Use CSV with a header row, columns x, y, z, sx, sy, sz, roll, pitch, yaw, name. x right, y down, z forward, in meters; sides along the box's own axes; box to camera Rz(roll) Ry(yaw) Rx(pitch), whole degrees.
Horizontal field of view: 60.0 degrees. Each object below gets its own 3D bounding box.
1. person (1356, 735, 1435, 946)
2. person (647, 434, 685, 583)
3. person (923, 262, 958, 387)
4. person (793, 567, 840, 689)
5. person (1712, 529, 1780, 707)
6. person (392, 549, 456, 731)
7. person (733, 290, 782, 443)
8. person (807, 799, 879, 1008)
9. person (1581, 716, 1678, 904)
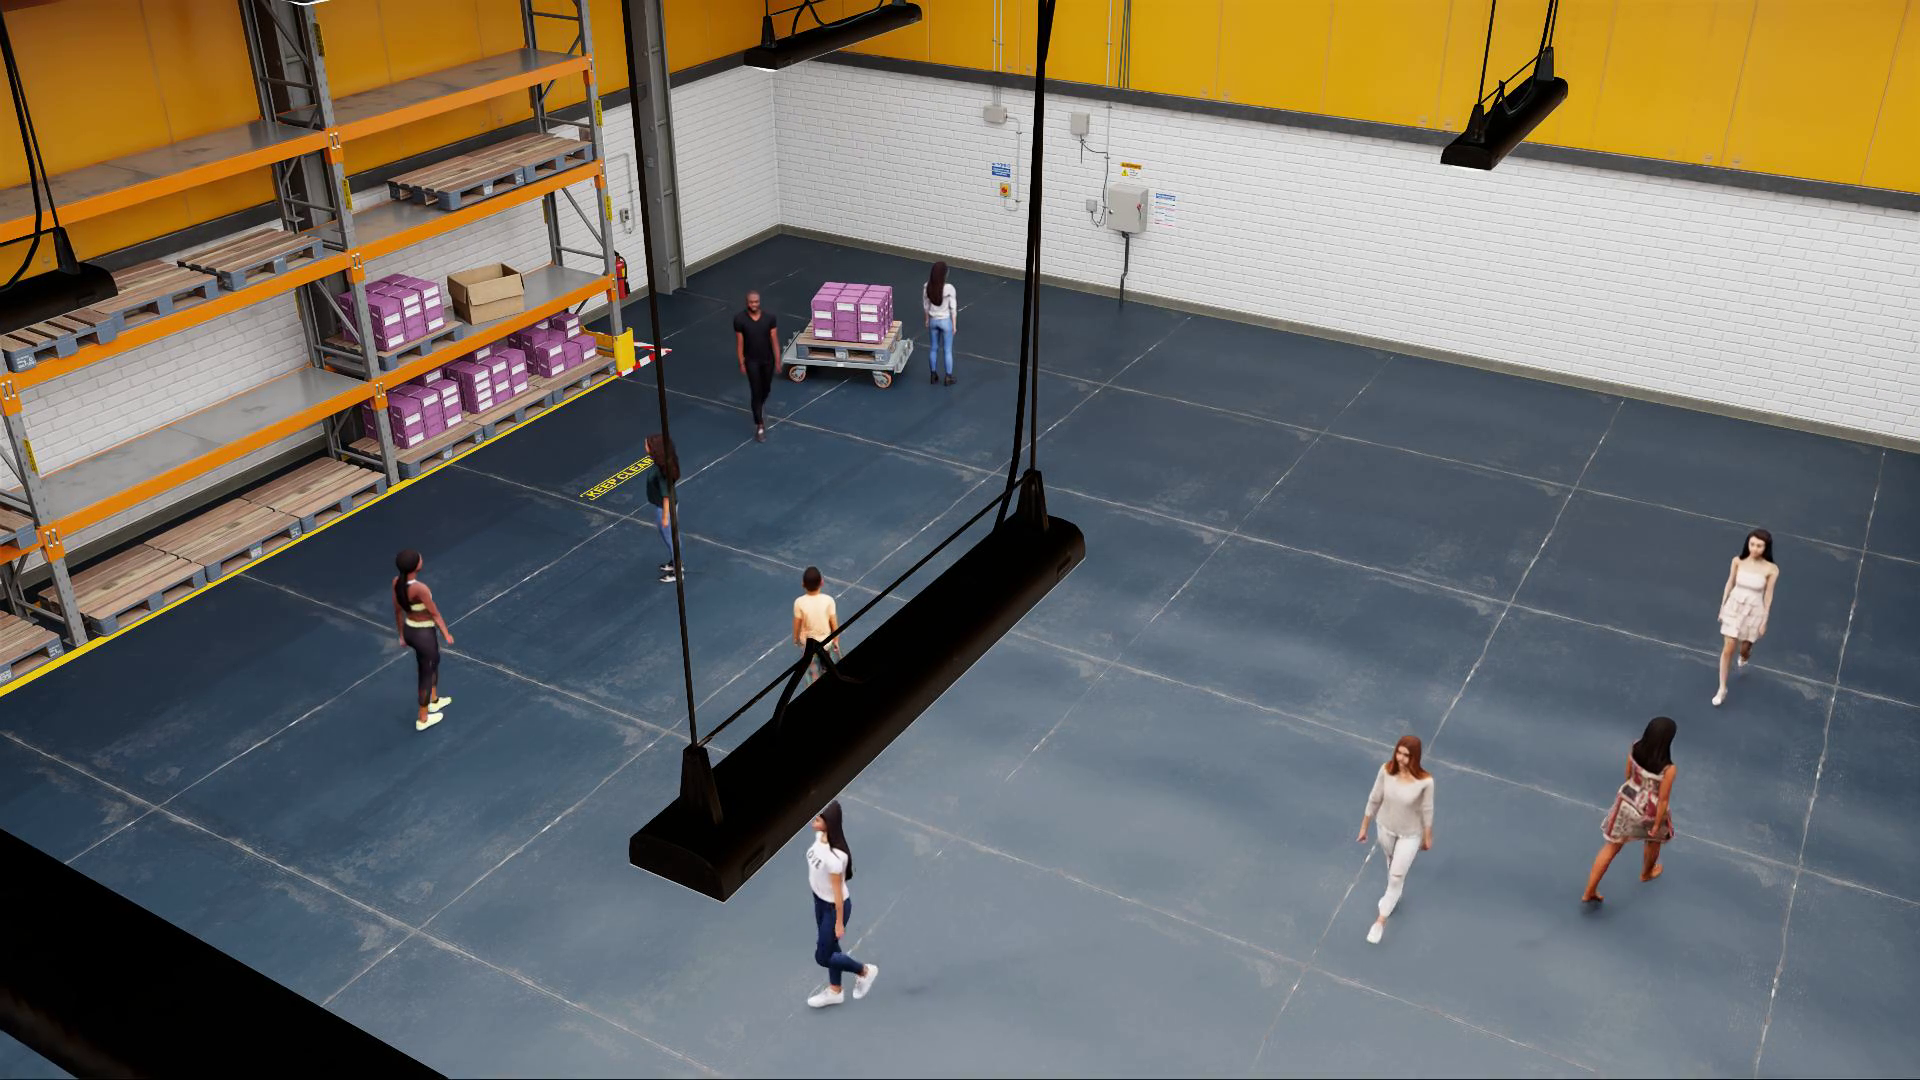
x,y,z,sx,sy,sz,roll,pitch,yaw,name
3.289,2.111,12.339,0.719,1.670,1.058,20,34,32,person
-2.982,-0.341,16.891,0.768,1.614,0.688,-2,29,-4,person
-0.250,-2.778,21.344,0.620,1.630,0.539,12,31,20,person
-1.264,0.946,14.713,0.830,1.441,0.918,-5,29,-10,person
7.075,0.670,14.934,0.691,1.714,0.974,23,36,36,person
-4.759,0.904,14.481,0.607,1.737,0.713,20,34,32,person
-2.432,-2.179,20.067,1.116,1.800,1.167,-8,30,-14,person
-0.805,2.514,11.494,0.889,1.770,0.822,-10,30,-18,person
5.042,2.059,12.502,1.208,1.604,0.913,-19,34,-30,person
